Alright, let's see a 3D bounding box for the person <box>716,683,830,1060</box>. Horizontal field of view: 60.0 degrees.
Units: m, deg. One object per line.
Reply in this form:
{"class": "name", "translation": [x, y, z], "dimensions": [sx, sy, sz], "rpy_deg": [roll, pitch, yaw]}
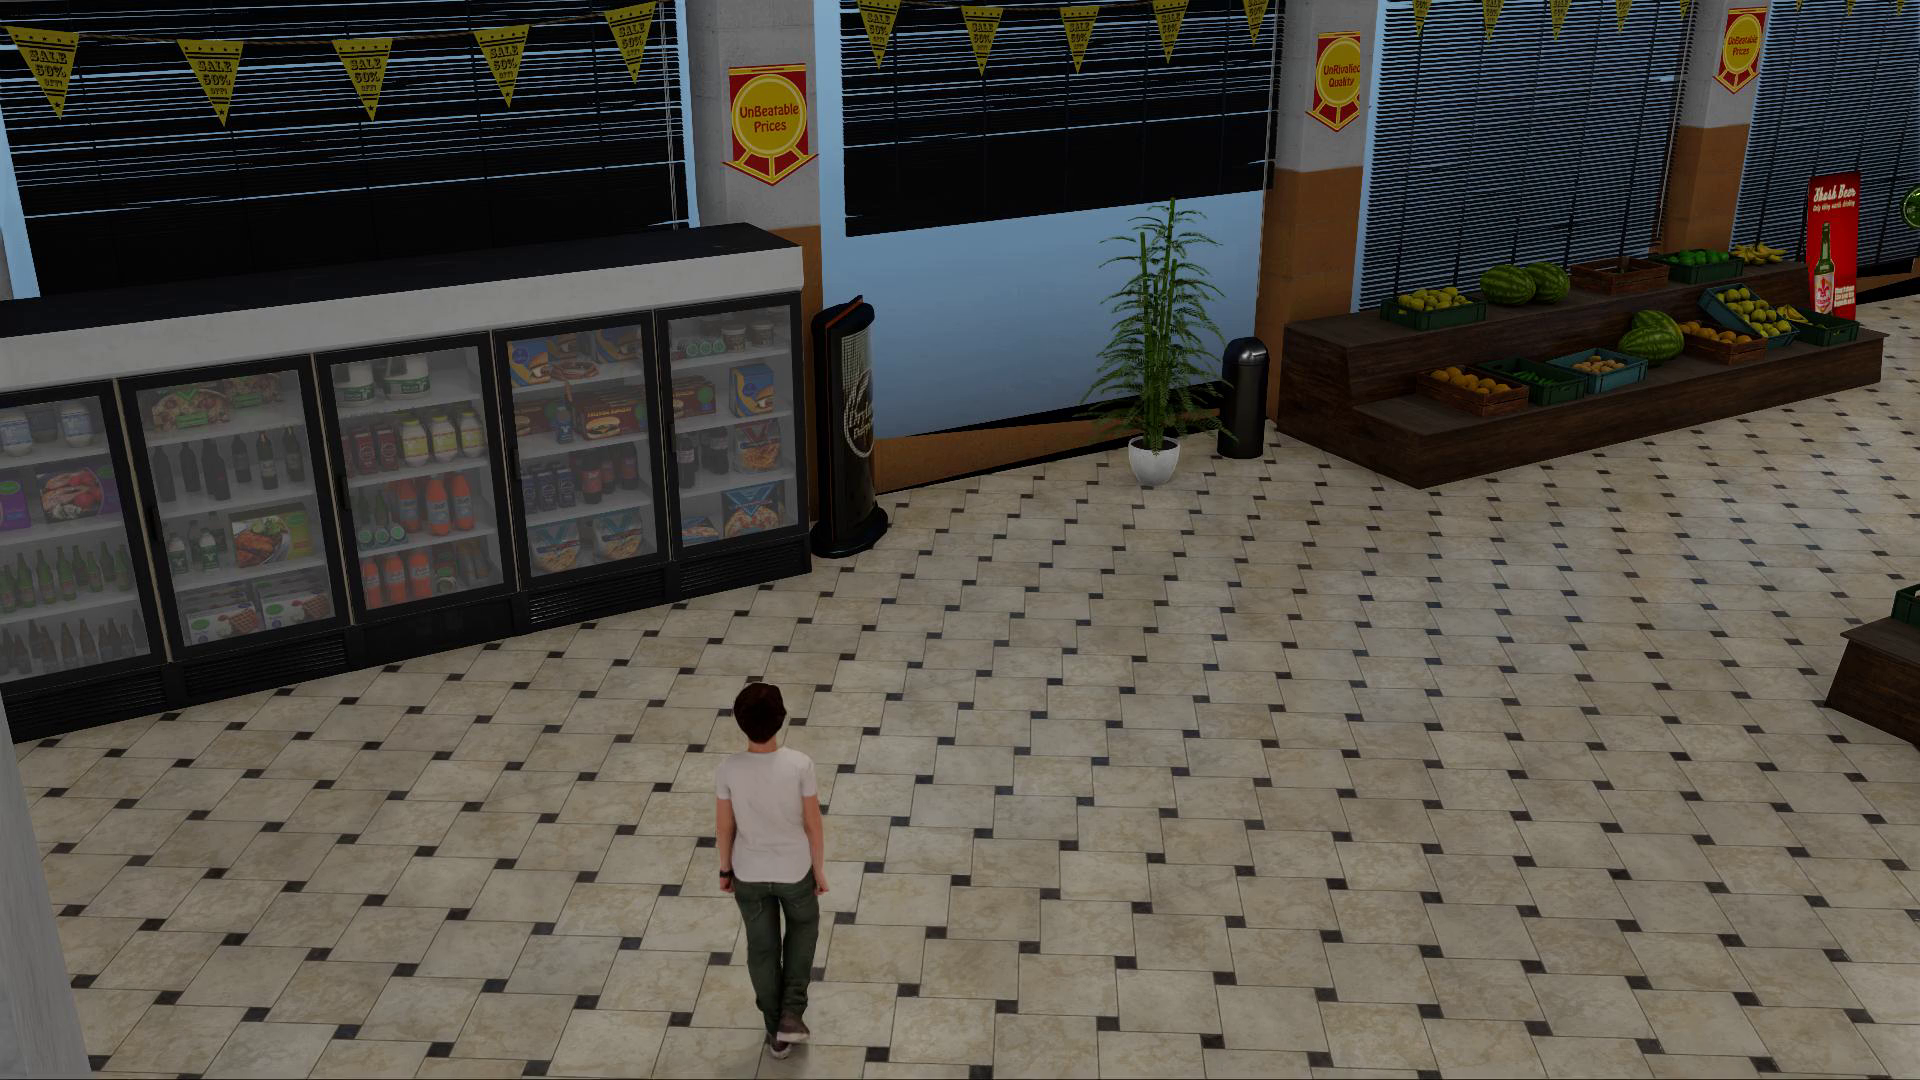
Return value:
{"class": "person", "translation": [-0.741, 1.363, 6.581], "dimensions": [0.718, 1.651, 0.782], "rpy_deg": [-1, 22, -4]}
